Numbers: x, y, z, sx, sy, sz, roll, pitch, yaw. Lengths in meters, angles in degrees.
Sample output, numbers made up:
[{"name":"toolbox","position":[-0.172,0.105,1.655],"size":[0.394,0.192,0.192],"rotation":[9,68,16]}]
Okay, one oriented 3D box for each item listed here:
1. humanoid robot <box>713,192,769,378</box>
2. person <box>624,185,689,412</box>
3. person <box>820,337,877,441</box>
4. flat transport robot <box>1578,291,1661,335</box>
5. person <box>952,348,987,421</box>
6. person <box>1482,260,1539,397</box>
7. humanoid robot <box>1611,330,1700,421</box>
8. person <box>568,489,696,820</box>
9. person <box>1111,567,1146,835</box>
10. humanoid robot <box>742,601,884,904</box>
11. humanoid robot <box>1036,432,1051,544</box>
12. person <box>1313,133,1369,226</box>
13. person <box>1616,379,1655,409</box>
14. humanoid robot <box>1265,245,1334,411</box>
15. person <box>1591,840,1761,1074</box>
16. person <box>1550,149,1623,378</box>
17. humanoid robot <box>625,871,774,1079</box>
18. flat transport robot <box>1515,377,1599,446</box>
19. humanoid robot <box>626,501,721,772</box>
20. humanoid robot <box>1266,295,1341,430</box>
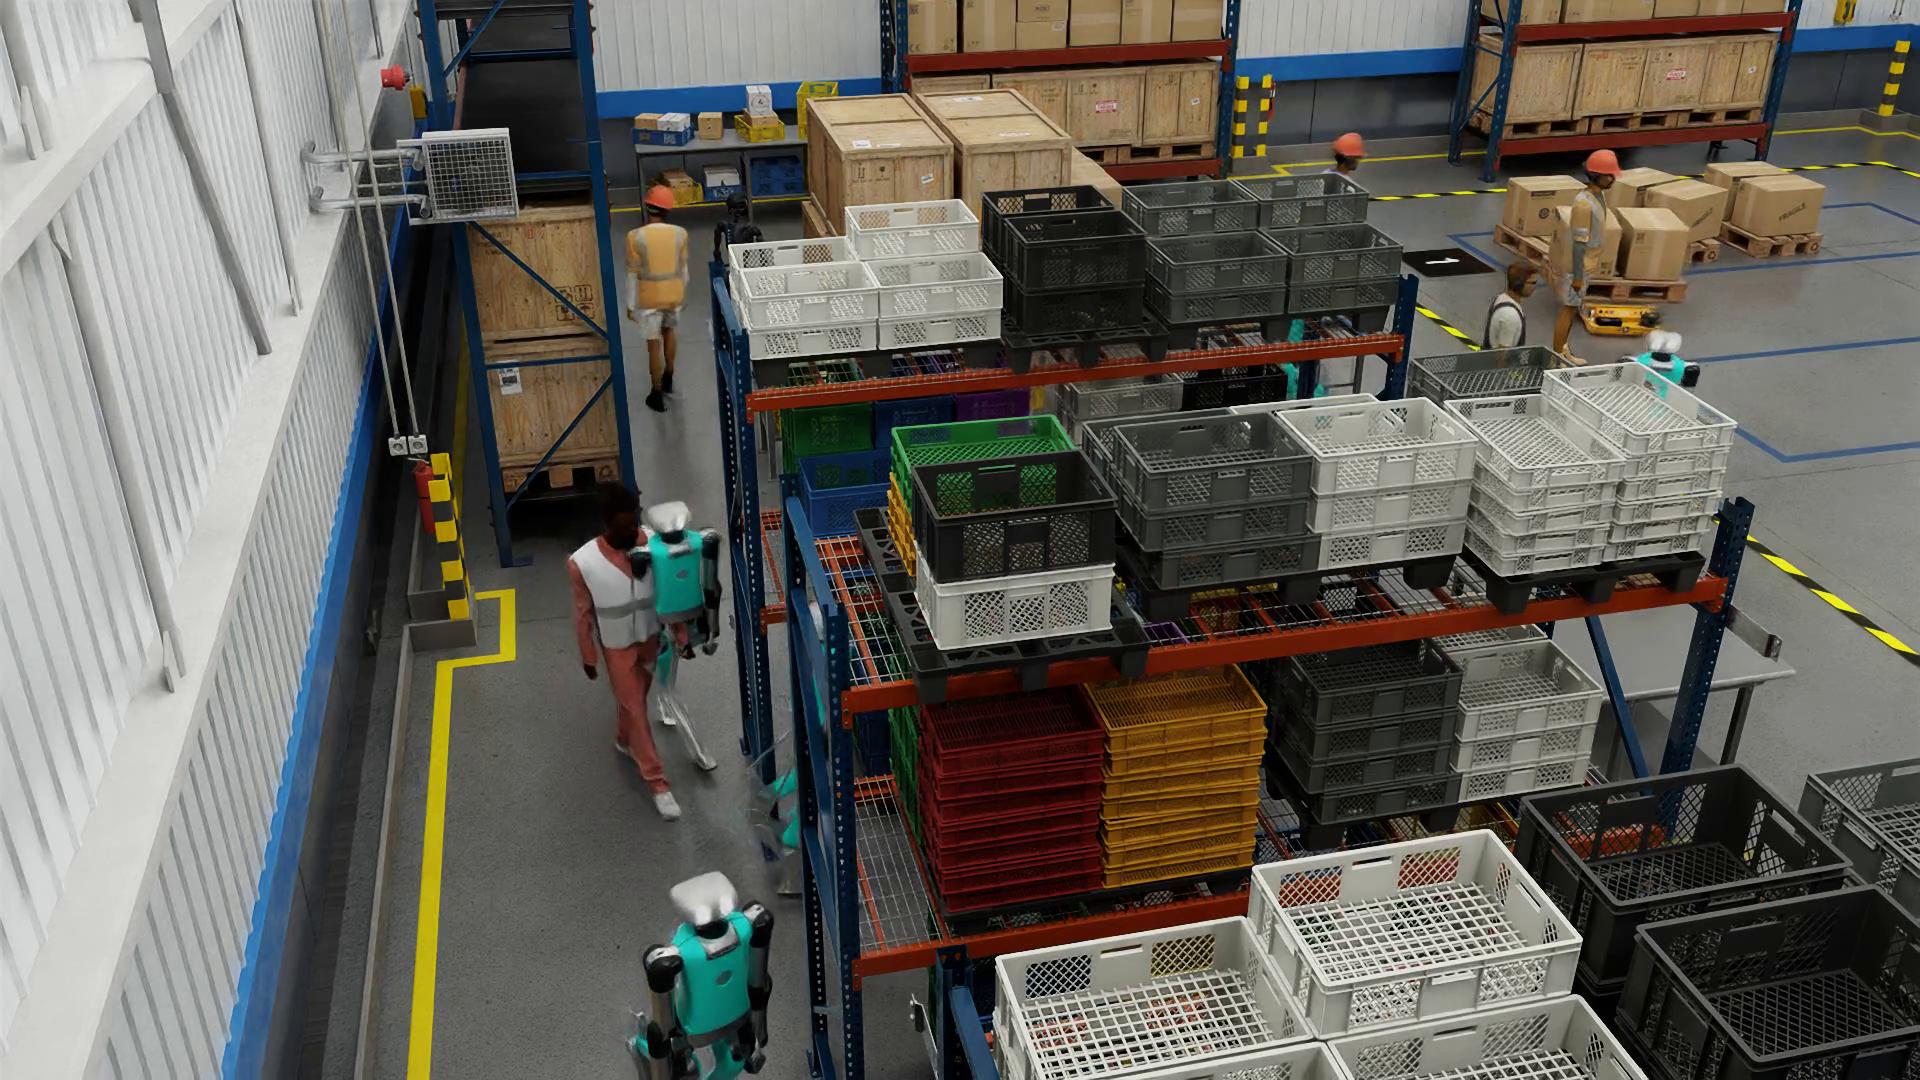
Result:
[{"name":"humanoid robot","position":[-1.960,-2.284,14.853],"size":[0.599,1.657,0.315],"rotation":[15,31,25]},{"name":"person","position":[-2.592,-2.084,14.262],"size":[0.588,1.893,0.666],"rotation":[-12,30,-21]},{"name":"person","position":[-0.817,-0.919,12.102],"size":[0.429,1.844,0.621],"rotation":[-8,29,-14]},{"name":"flat transport robot","position":[6.453,-2.383,16.539],"size":[0.652,0.197,1.431],"rotation":[3,28,5]},{"name":"person","position":[0.159,-1.000,12.365],"size":[0.736,1.736,0.534],"rotation":[15,31,26]},{"name":"person","position":[4.211,-1.249,12.739],"size":[0.469,1.832,0.520],"rotation":[3,28,6]},{"name":"humanoid robot","position":[4.823,-0.721,11.871],"size":[0.531,1.796,0.811],"rotation":[7,29,12]},{"name":"person","position":[-1.784,0.573,9.242],"size":[0.603,1.867,0.908],"rotation":[-22,35,-36]},{"name":"person","position":[0.778,0.898,8.640],"size":[0.323,1.865,0.513],"rotation":[-8,29,-14]},{"name":"humanoid robot","position":[-0.821,1.119,8.357],"size":[0.795,1.779,0.530],"rotation":[-3,28,-6]},{"name":"humanoid robot","position":[0.502,0.035,10.526],"size":[0.783,1.627,0.583],"rotation":[-7,29,-13]},{"name":"person","position":[3.483,-2.729,15.325],"size":[0.393,2.038,0.613],"rotation":[-10,29,-18]},{"name":"person","position":[4.167,-0.162,10.654],"size":[0.376,1.871,0.527],"rotation":[-3,28,-6]},{"name":"humanoid robot","position":[2.740,-1.510,13.373],"size":[0.667,1.831,0.550],"rotation":[-6,28,-11]},{"name":"person","position":[2.858,1.933,6.823],"size":[0.589,1.712,0.506],"rotation":[-15,31,-26]},{"name":"person","position":[5.558,-2.459,14.808],"size":[0.365,2.047,0.607],"rotation":[14,31,25]},{"name":"humanoid robot","position":[-1.122,1.976,6.772],"size":[0.539,1.766,1.031],"rotation":[-20,34,-33]},{"name":"flat transport robot","position":[4.780,-1.036,14.013],"size":[0.659,0.231,1.431],"rotation":[-6,28,-12]},{"name":"humanoid robot","position":[-1.718,0.460,9.632],"size":[0.537,1.751,1.012],"rotation":[-14,31,-25]},{"name":"humanoid robot","position":[2.716,-1.293,13.001],"size":[0.773,1.842,0.539],"rotation":[-18,33,-31]}]
